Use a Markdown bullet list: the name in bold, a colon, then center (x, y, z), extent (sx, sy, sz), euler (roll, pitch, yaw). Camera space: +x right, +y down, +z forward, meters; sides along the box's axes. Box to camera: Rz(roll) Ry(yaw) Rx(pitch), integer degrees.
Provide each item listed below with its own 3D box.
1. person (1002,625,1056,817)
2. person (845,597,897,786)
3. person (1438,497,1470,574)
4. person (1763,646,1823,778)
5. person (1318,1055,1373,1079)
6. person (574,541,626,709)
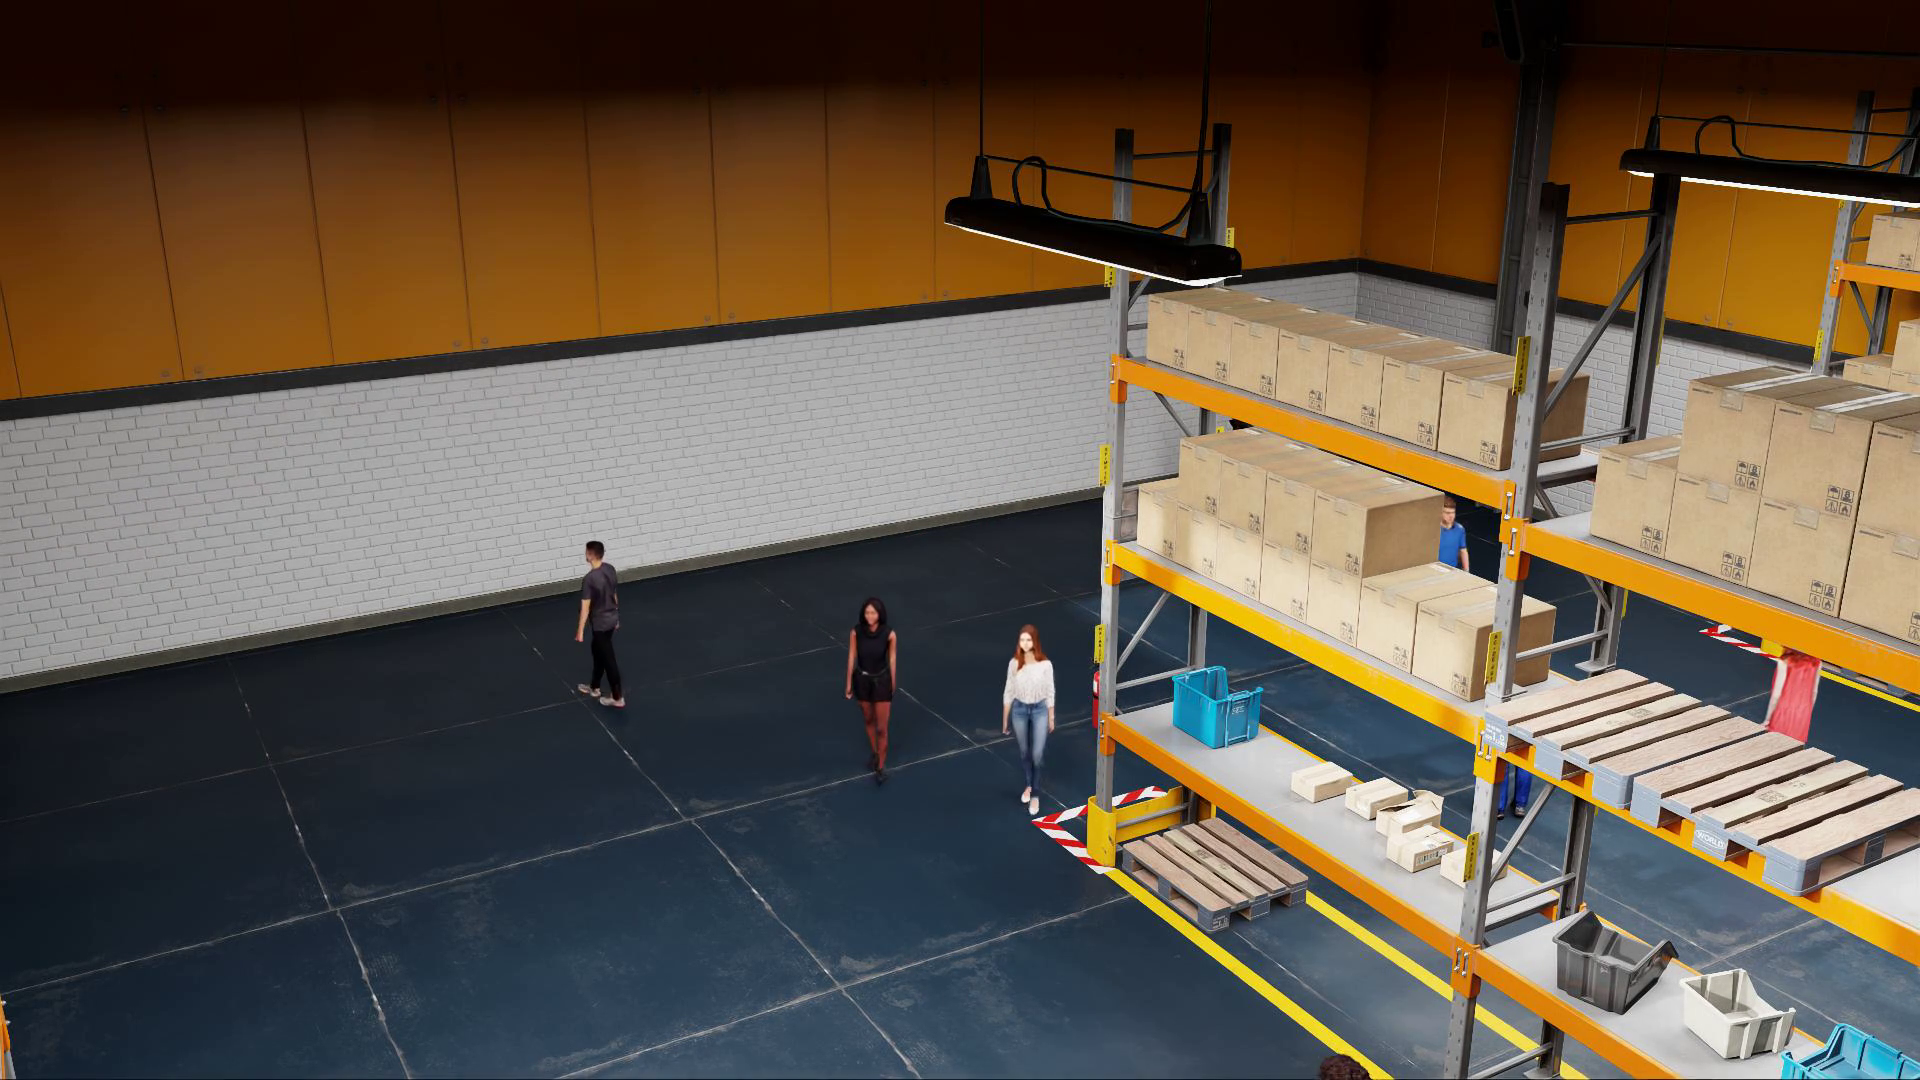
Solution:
- **person**: center (0.643, 1.533, 14.803), extent (0.834, 1.713, 0.893), euler (5, 19, 15)
- **person**: center (-0.793, 1.330, 15.399), extent (0.903, 1.716, 0.978), euler (4, 19, 12)
- **person**: center (5.144, 0.393, 18.022), extent (0.788, 1.819, 1.239), euler (-7, 20, -20)
- **person**: center (7.266, 1.558, 14.550), extent (0.649, 1.827, 0.621), euler (-3, 19, -9)
- **person**: center (2.057, 3.564, 8.717), extent (0.638, 1.748, 0.959), euler (-10, 21, -27)
- **person**: center (-3.521, 0.866, 16.727), extent (0.995, 1.749, 0.925), euler (6, 20, 18)
